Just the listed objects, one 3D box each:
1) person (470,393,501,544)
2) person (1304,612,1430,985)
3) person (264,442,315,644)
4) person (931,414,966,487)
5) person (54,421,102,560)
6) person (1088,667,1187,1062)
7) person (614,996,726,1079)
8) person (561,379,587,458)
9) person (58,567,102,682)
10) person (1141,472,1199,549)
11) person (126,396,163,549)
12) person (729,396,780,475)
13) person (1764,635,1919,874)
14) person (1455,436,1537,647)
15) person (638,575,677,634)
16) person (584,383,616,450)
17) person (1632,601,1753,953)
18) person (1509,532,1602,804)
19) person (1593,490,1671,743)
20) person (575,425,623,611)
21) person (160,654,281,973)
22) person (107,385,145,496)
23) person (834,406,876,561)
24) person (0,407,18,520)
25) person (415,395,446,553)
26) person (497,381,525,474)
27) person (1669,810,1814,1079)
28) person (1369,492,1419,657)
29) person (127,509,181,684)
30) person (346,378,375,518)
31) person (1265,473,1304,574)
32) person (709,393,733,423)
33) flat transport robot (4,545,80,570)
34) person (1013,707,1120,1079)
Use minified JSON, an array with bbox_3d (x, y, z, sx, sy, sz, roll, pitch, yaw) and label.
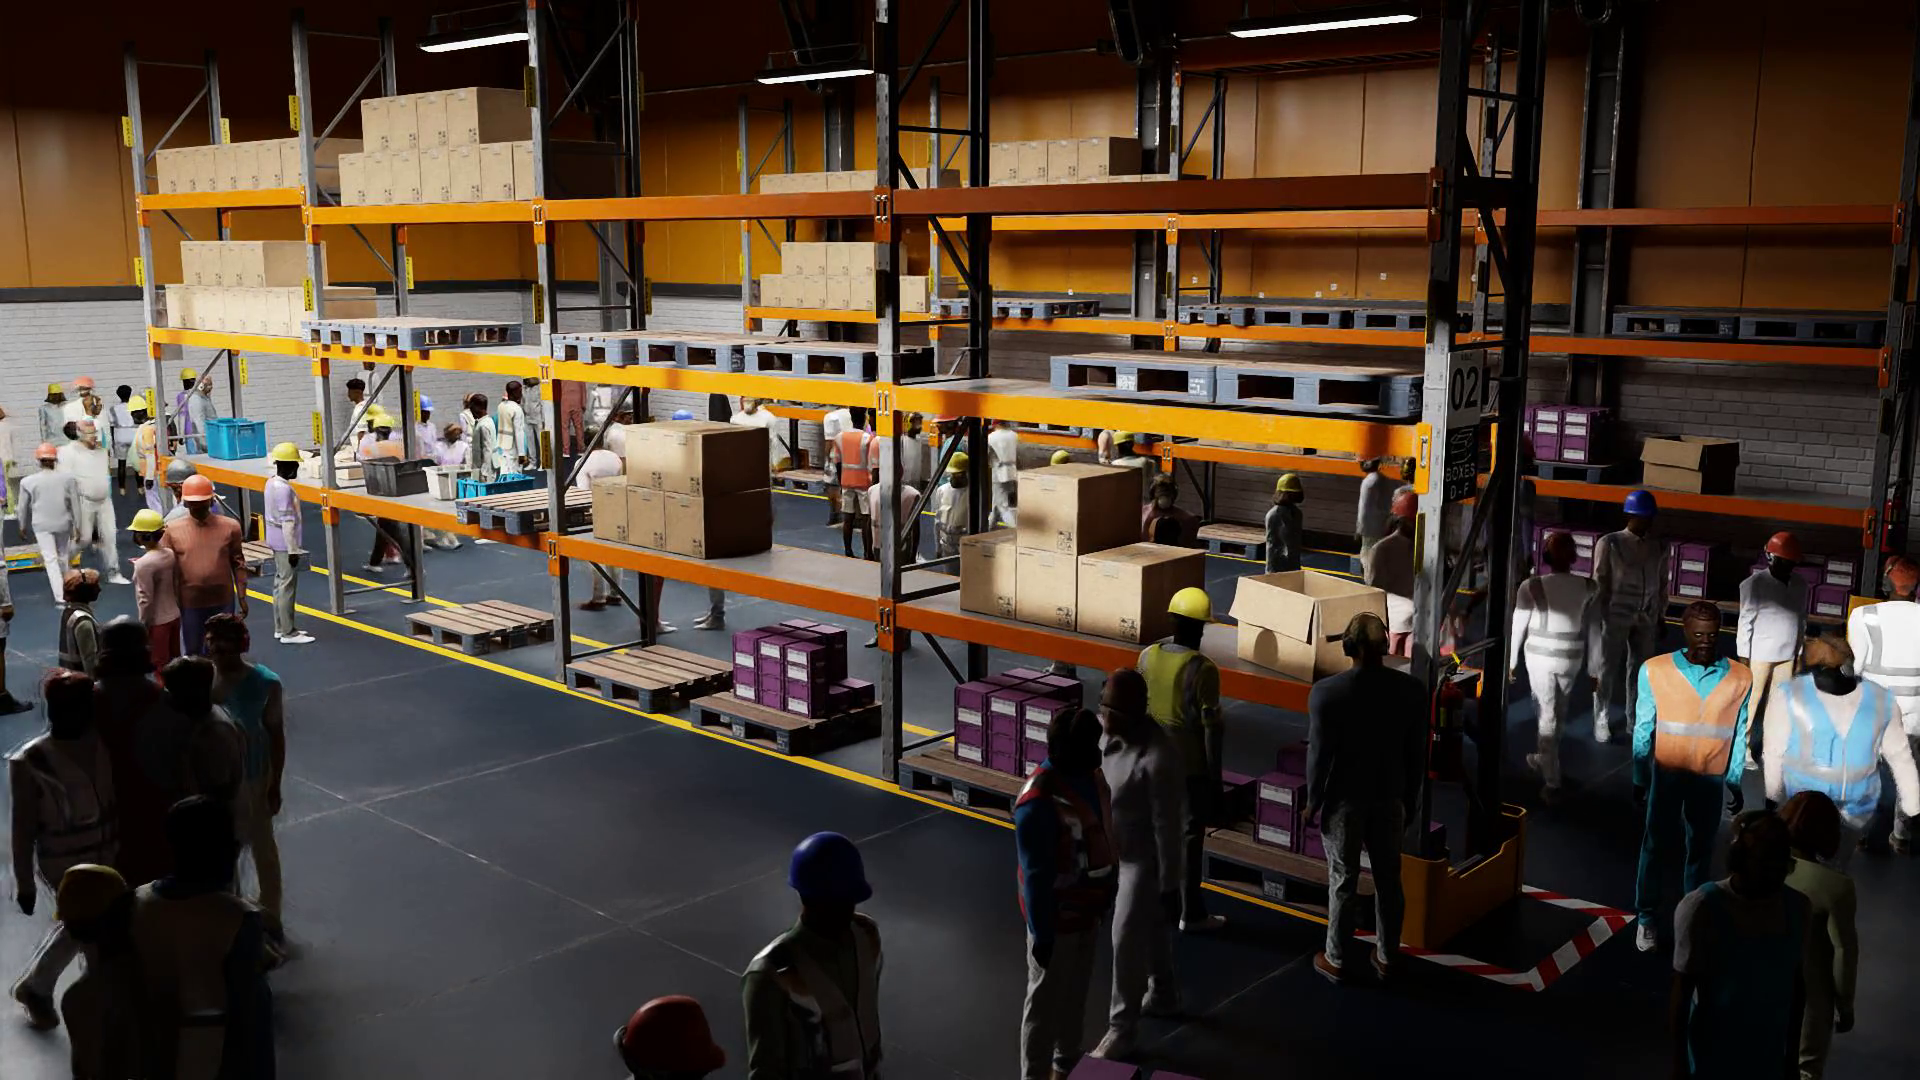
[{"bbox_3d":[-6.051,-0.915,21.210,0.391,1.919,0.593,-3,11,-19],"label":"person"},{"bbox_3d":[2.060,1.324,8.512,0.628,1.935,0.373,-1,10,-6],"label":"person"},{"bbox_3d":[-6.402,0.028,15.863,0.385,1.922,0.594,-6,12,-31],"label":"person"},{"bbox_3d":[-0.111,-0.502,18.573,0.412,2.036,0.601,0,10,-1],"label":"person"},{"bbox_3d":[-10.724,-0.619,20.237,0.546,1.663,0.812,-4,11,-20],"label":"person"},{"bbox_3d":[0.820,1.486,7.821,0.693,1.862,0.674,-5,11,-24],"label":"person"},{"bbox_3d":[-0.822,2.099,4.686,0.354,1.737,0.574,-2,10,-13],"label":"person"},{"bbox_3d":[-6.994,-2.416,29.741,0.643,1.905,0.399,-7,12,-35],"label":"person"},{"bbox_3d":[-5.899,0.996,11.229,0.314,1.631,0.519,-7,12,-35],"label":"person"},{"bbox_3d":[1.647,0.405,13.692,0.632,1.940,0.372,-1,10,-4],"label":"person"},{"bbox_3d":[-10.187,-0.852,20.871,0.391,1.915,0.593,-5,11,-28],"label":"person"},{"bbox_3d":[-2.688,-1.012,21.720,0.674,1.930,0.423,2,10,10],"label":"person"},{"bbox_3d":[4.635,1.371,8.742,0.730,1.768,0.993,2,10,11],"label":"person"},{"bbox_3d":[5.118,0.023,15.652,0.810,2.019,0.648,-2,10,-11],"label":"person"},{"bbox_3d":[-3.006,-0.024,16.215,0.398,1.909,0.599,-6,12,-30],"label":"person"},{"bbox_3d":[-6.173,-2.041,28.474,0.827,1.598,0.522,8,13,39],"label":"person"},{"bbox_3d":[3.902,1.260,8.912,0.593,1.920,0.392,1,10,5],"label":"person"},{"bbox_3d":[4.100,0.856,11.526,0.590,1.832,0.964,0,10,0],"label":"person"},{"bbox_3d":[5.107,0.580,12.674,0.614,1.945,0.394,-1,10,-6],"label":"person"},{"bbox_3d":[-3.753,-0.233,17.295,0.352,1.937,0.635,6,12,30],"label":"person"},{"bbox_3d":[-3.673,1.441,8.140,0.401,1.828,0.534,-5,11,-28],"label":"person"},{"bbox_3d":[-12.591,-1.501,25.173,0.535,1.693,0.317,-2,10,-14],"label":"person"},{"bbox_3d":[-1.187,-0.655,19.605,0.606,1.965,0.367,5,11,28],"label":"person"},{"bbox_3d":[-13.261,-1.077,22.952,0.398,1.616,0.521,1,10,7],"label":"person"},{"bbox_3d":[-6.643,-0.826,20.622,0.400,1.945,0.615,2,10,13],"label":"person"},{"bbox_3d":[-6.255,-1.264,23.213,0.379,1.912,0.591,-9,13,-40],"label":"person"},{"bbox_3d":[2.760,1.832,5.931,0.502,1.836,0.343,-2,10,-9],"label":"person"},{"bbox_3d":[3.288,0.620,12.357,0.617,1.984,0.410,-5,11,-27],"label":"person"},{"bbox_3d":[-6.211,0.636,12.862,0.305,1.772,0.527,0,10,-1],"label":"person"},{"bbox_3d":[-8.313,-1.279,23.184,0.394,1.958,0.599,-2,10,-13],"label":"person"},{"bbox_3d":[2.943,0.262,15.050,0.484,1.745,0.307,-9,14,-42],"label":"person"},{"bbox_3d":[-3.627,-1.675,25.288,0.379,1.996,0.609,-1,10,-7],"label":"person"},{"bbox_3d":[-11.132,0.232,19.378,1.431,0.197,0.652,-9,13,-41],"label":"flat transport robot"},{"bbox_3d":[0.469,1.608,7.201,0.431,1.836,0.619,5,11,28],"label":"person"}]
